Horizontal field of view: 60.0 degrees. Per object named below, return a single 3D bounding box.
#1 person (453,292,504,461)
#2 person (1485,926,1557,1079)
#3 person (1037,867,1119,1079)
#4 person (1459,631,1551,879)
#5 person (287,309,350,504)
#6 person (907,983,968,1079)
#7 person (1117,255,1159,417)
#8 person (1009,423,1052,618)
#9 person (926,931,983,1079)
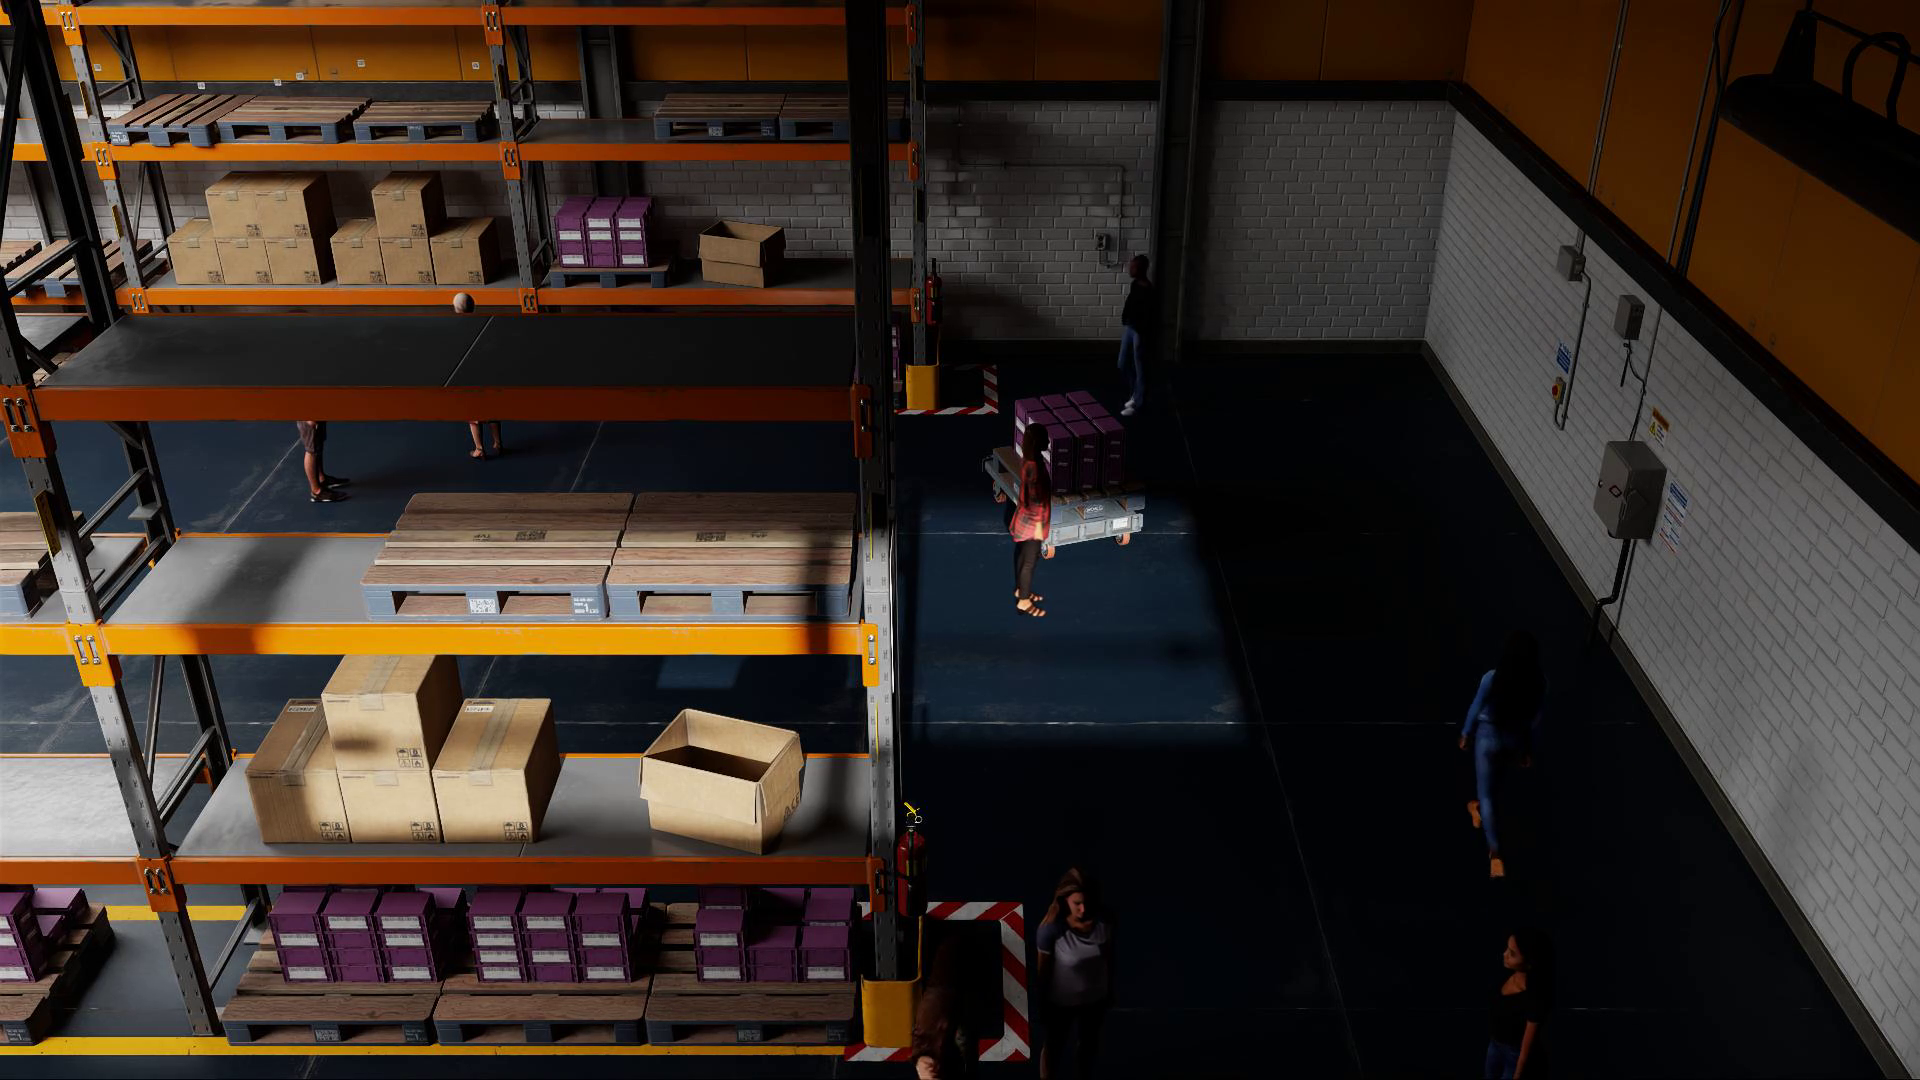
[{"bbox_3d":[-4.711,-1.588,16.156,0.691,1.690,0.766,-21,35,-33],"label":"person"},{"bbox_3d":[2.796,2.638,8.362,0.527,1.735,0.538,-1,29,-1],"label":"person"},{"bbox_3d":[0.608,2.389,8.830,0.561,1.724,0.708,-8,30,-14],"label":"person"},{"bbox_3d":[3.501,1.394,10.707,1.086,1.673,0.665,-1,29,-1],"label":"person"},{"bbox_3d":[-6.022,-1.258,15.376,0.631,1.858,0.696,-6,29,-10],"label":"person"},{"bbox_3d":[-0.193,2.844,7.996,0.863,1.725,0.629,-2,29,-5],"label":"person"},{"bbox_3d":[1.908,-2.099,17.044,0.730,1.739,0.713,-12,31,-20],"label":"person"},{"bbox_3d":[0.585,-0.172,13.550,0.561,1.701,0.625,-2,29,-4],"label":"person"},{"bbox_3d":[-0.029,2.639,8.639,0.581,1.469,0.634,-5,29,-9],"label":"person"}]
